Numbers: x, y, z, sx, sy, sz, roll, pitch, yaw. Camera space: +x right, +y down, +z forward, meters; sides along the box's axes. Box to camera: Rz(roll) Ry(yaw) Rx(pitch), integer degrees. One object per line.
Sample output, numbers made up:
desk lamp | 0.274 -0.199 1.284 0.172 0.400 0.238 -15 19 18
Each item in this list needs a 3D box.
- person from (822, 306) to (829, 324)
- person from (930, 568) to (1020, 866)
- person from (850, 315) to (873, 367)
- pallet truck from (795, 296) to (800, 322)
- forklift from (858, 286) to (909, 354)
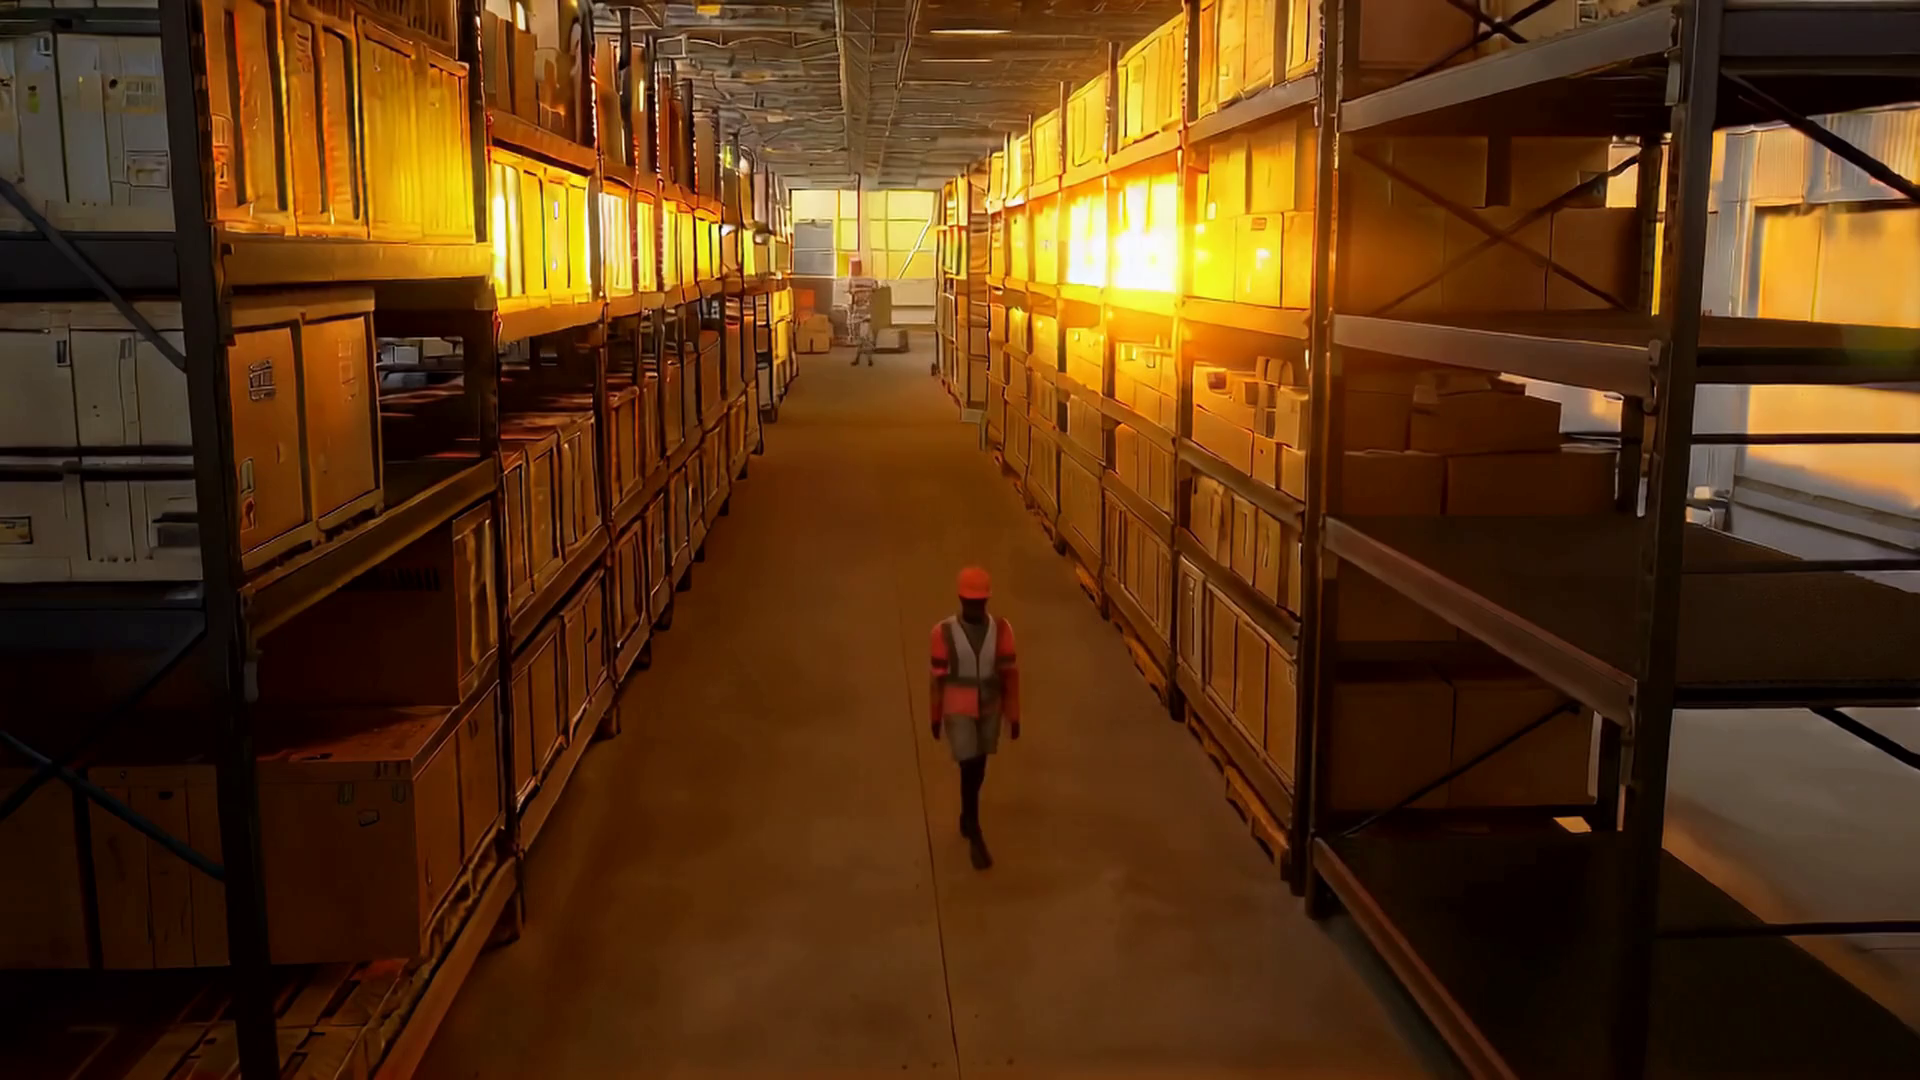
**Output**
person | -6.580 -10.585 81.250 0.321 1.689 0.530 -4 10 -23
person | 0.105 1.106 10.834 0.561 1.884 0.980 -2 10 -13
person | -3.571 -7.303 61.024 0.970 1.885 0.574 6 11 31
pallet truck | -8.622 -12.439 91.403 1.885 1.965 0.823 2 10 13
forklift | -3.164 -9.153 69.142 1.873 2.768 1.129 4 10 21
